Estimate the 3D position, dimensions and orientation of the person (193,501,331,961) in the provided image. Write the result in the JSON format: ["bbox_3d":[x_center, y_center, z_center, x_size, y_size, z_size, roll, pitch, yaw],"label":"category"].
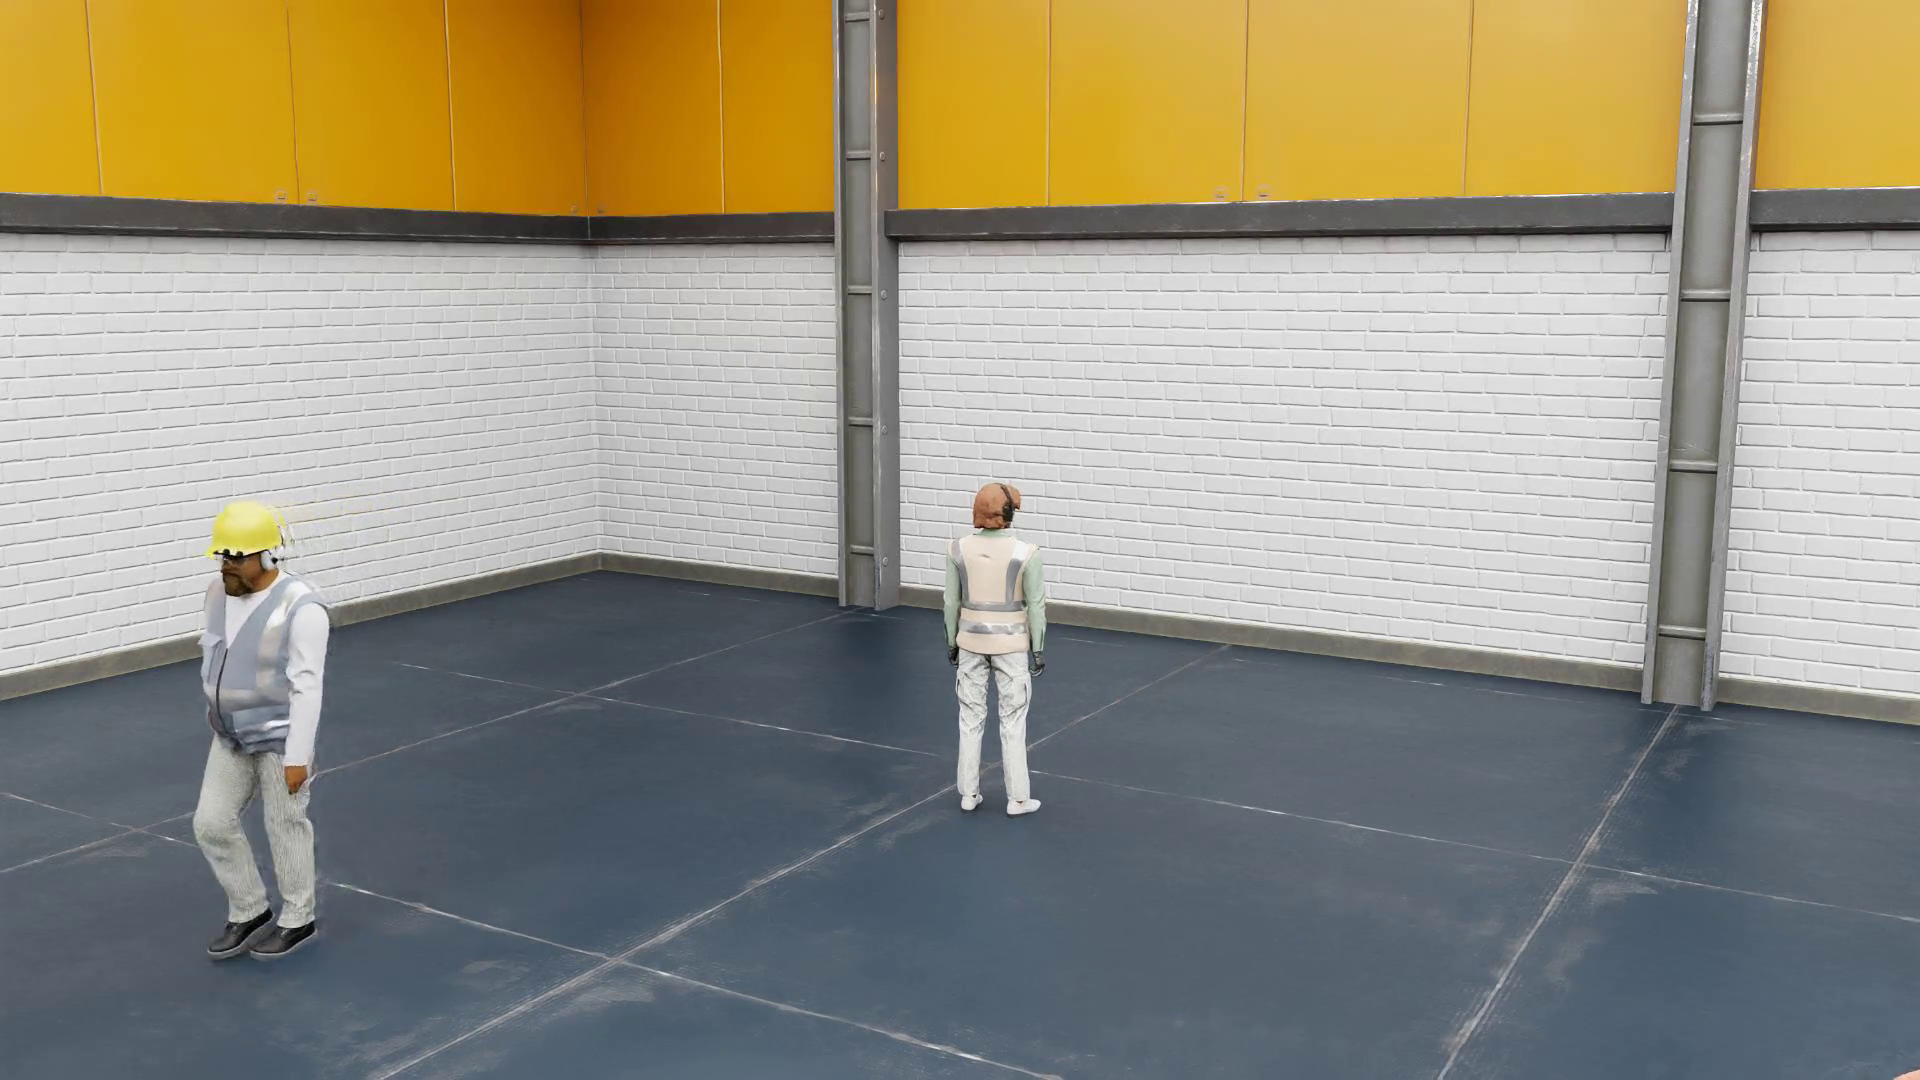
[{"bbox_3d":[-2.665,0.743,6.303,0.604,1.807,0.521,4,10,26],"label":"person"}]

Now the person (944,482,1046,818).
[{"bbox_3d":[0.169,0.538,8.120,0.520,1.636,0.312,4,10,22],"label":"person"}]

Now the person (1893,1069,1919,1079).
[{"bbox_3d":[0.799,1.412,1.653,0.876,1.970,0.611,4,10,23],"label":"person"}]
